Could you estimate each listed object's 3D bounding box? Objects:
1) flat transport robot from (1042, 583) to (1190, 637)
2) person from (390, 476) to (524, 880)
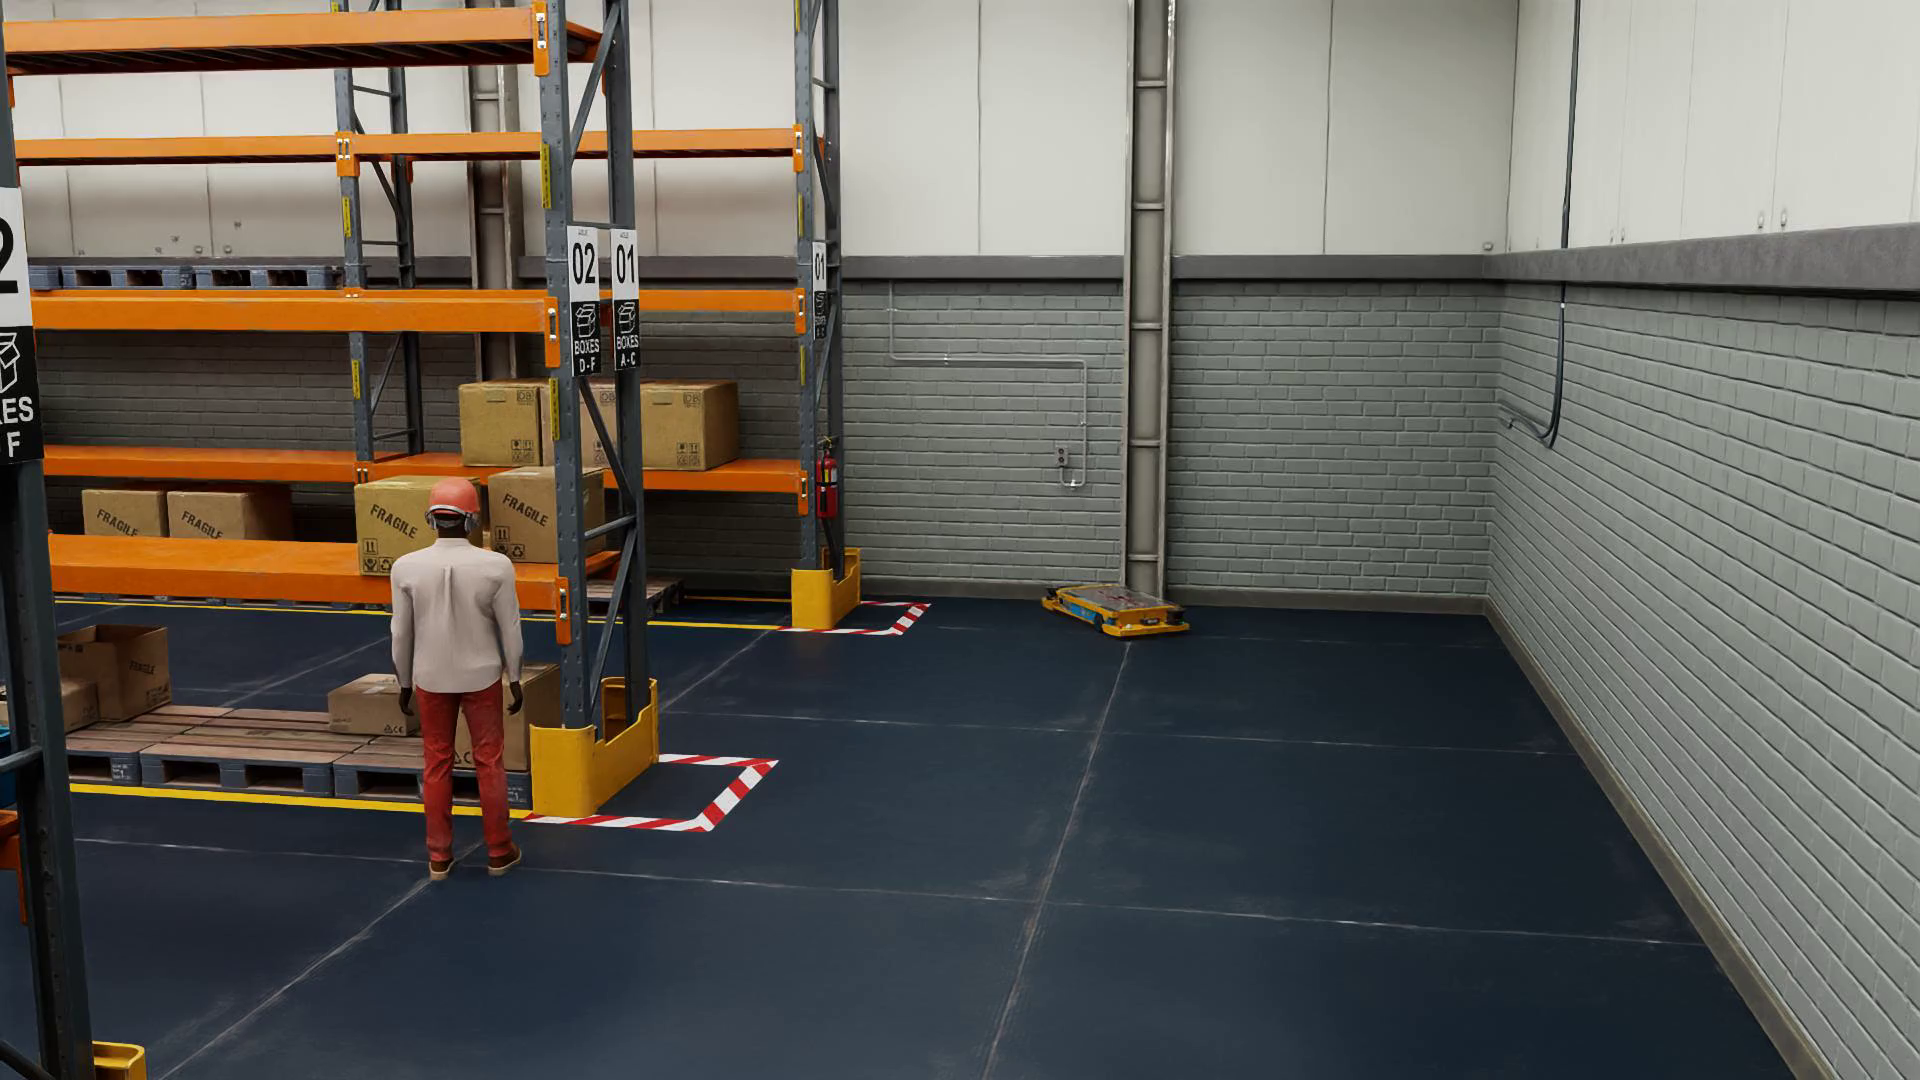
[{"bbox_3d":[1.307,0.577,14.181,0.652,0.197,1.431,-4,10,-23],"label":"flat transport robot"},{"bbox_3d":[-2.468,0.678,8.217,0.623,1.992,0.396,-1,9,-8],"label":"person"}]
